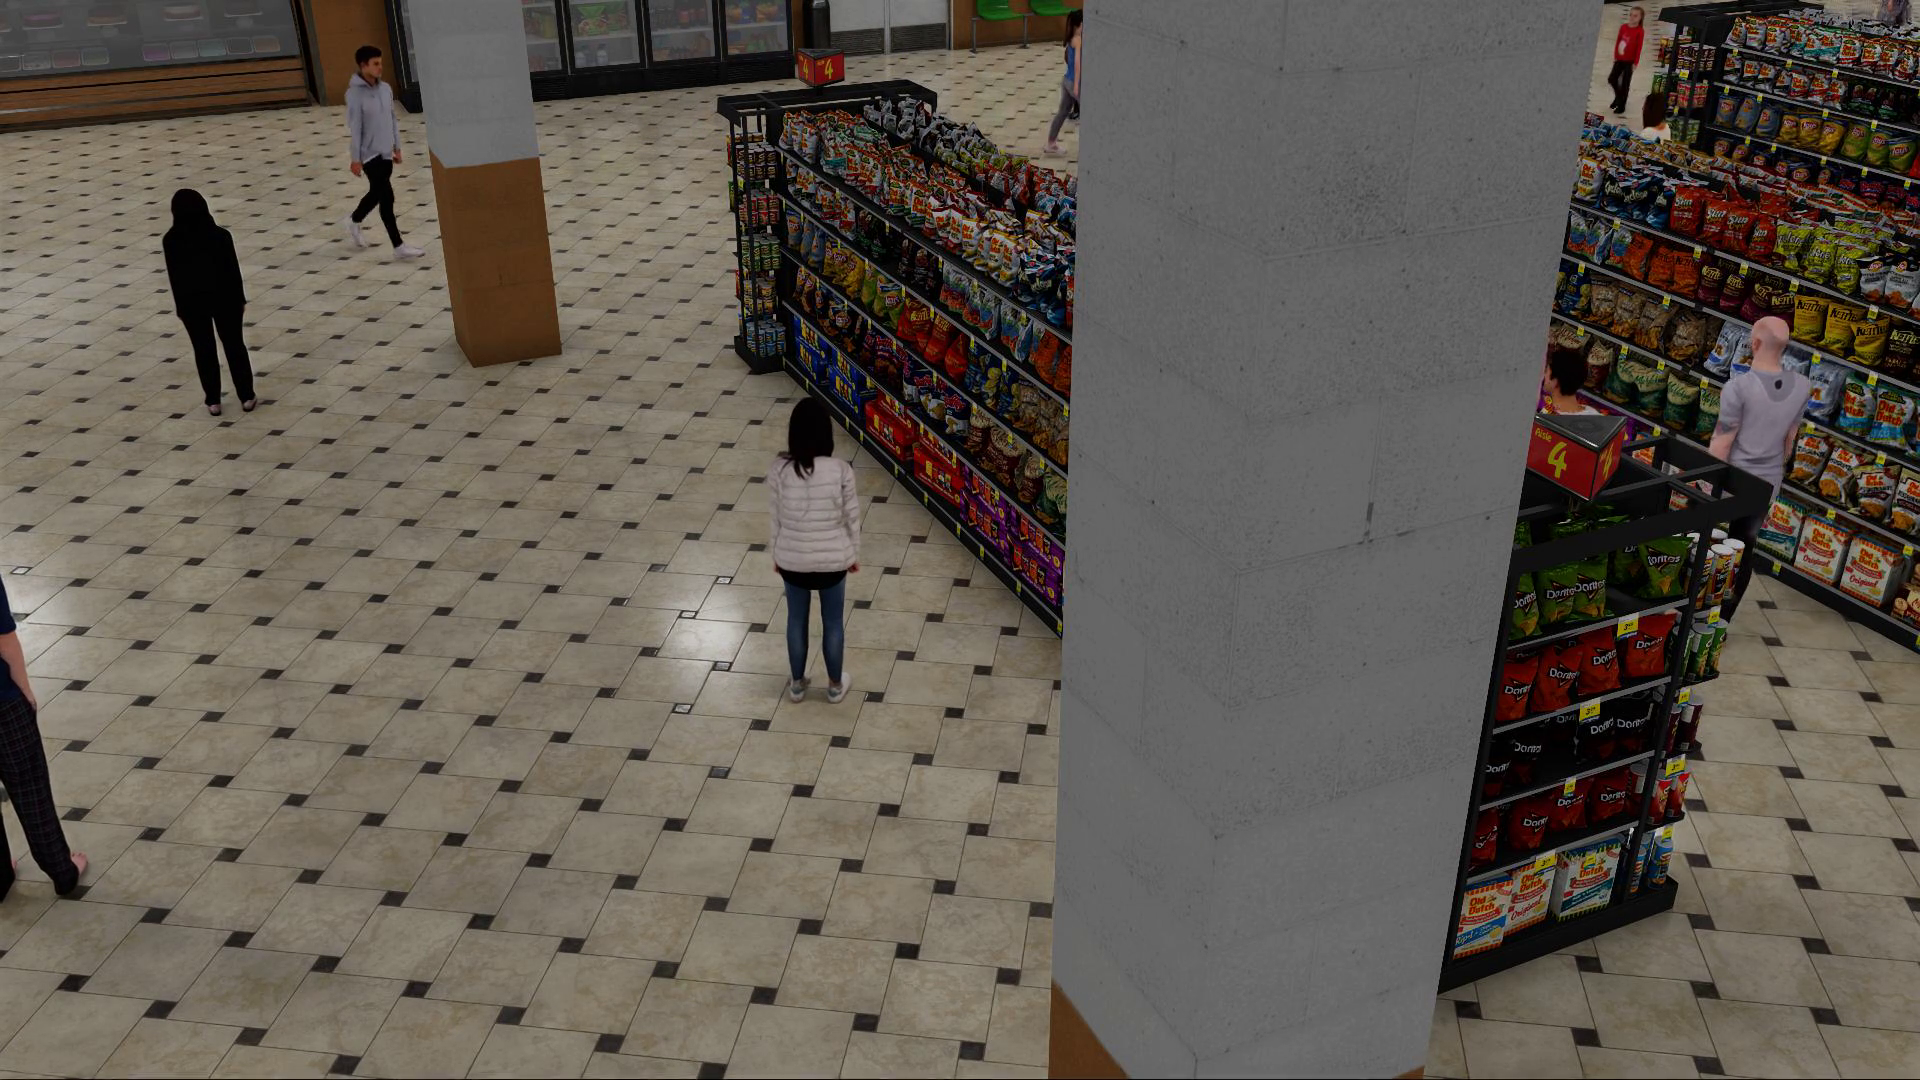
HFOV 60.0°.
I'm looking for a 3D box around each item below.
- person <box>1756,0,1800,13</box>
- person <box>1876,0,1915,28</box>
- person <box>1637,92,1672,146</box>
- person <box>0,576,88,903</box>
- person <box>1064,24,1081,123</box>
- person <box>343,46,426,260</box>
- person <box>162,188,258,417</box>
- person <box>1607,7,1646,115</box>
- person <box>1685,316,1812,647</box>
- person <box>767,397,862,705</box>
[{"bbox_3d":[10.094,-6.301,20.720,0.792,1.757,0.650,-24,35,-38],"label":"person"},{"bbox_3d":[12.993,-7.485,23.182,0.696,1.643,1.026,-14,30,-26],"label":"person"},{"bbox_3d":[5.930,-2.969,14.248,0.727,1.670,0.748,-22,34,-36],"label":"person"},{"bbox_3d":[-4.057,0.673,6.844,0.684,1.870,0.582,-7,28,-14],"label":"person"},{"bbox_3d":[1.419,-5.718,20.128,0.617,1.254,0.457,-6,28,-12],"label":"person"},{"bbox_3d":[-5.386,-3.493,15.044,1.319,1.884,1.236,12,29,22],"label":"person"},{"bbox_3d":[-5.310,-1.679,11.764,0.622,1.615,0.617,-13,30,-24],"label":"person"},{"bbox_3d":[8.242,-5.917,20.500,0.624,1.273,0.547,-21,33,-35],"label":"person"},{"bbox_3d":[4.145,-0.245,8.712,0.771,1.819,0.767,-4,27,-7],"label":"person"},{"bbox_3d":[-0.728,0.070,8.293,0.696,1.636,0.701,1,27,2],"label":"person"}]
